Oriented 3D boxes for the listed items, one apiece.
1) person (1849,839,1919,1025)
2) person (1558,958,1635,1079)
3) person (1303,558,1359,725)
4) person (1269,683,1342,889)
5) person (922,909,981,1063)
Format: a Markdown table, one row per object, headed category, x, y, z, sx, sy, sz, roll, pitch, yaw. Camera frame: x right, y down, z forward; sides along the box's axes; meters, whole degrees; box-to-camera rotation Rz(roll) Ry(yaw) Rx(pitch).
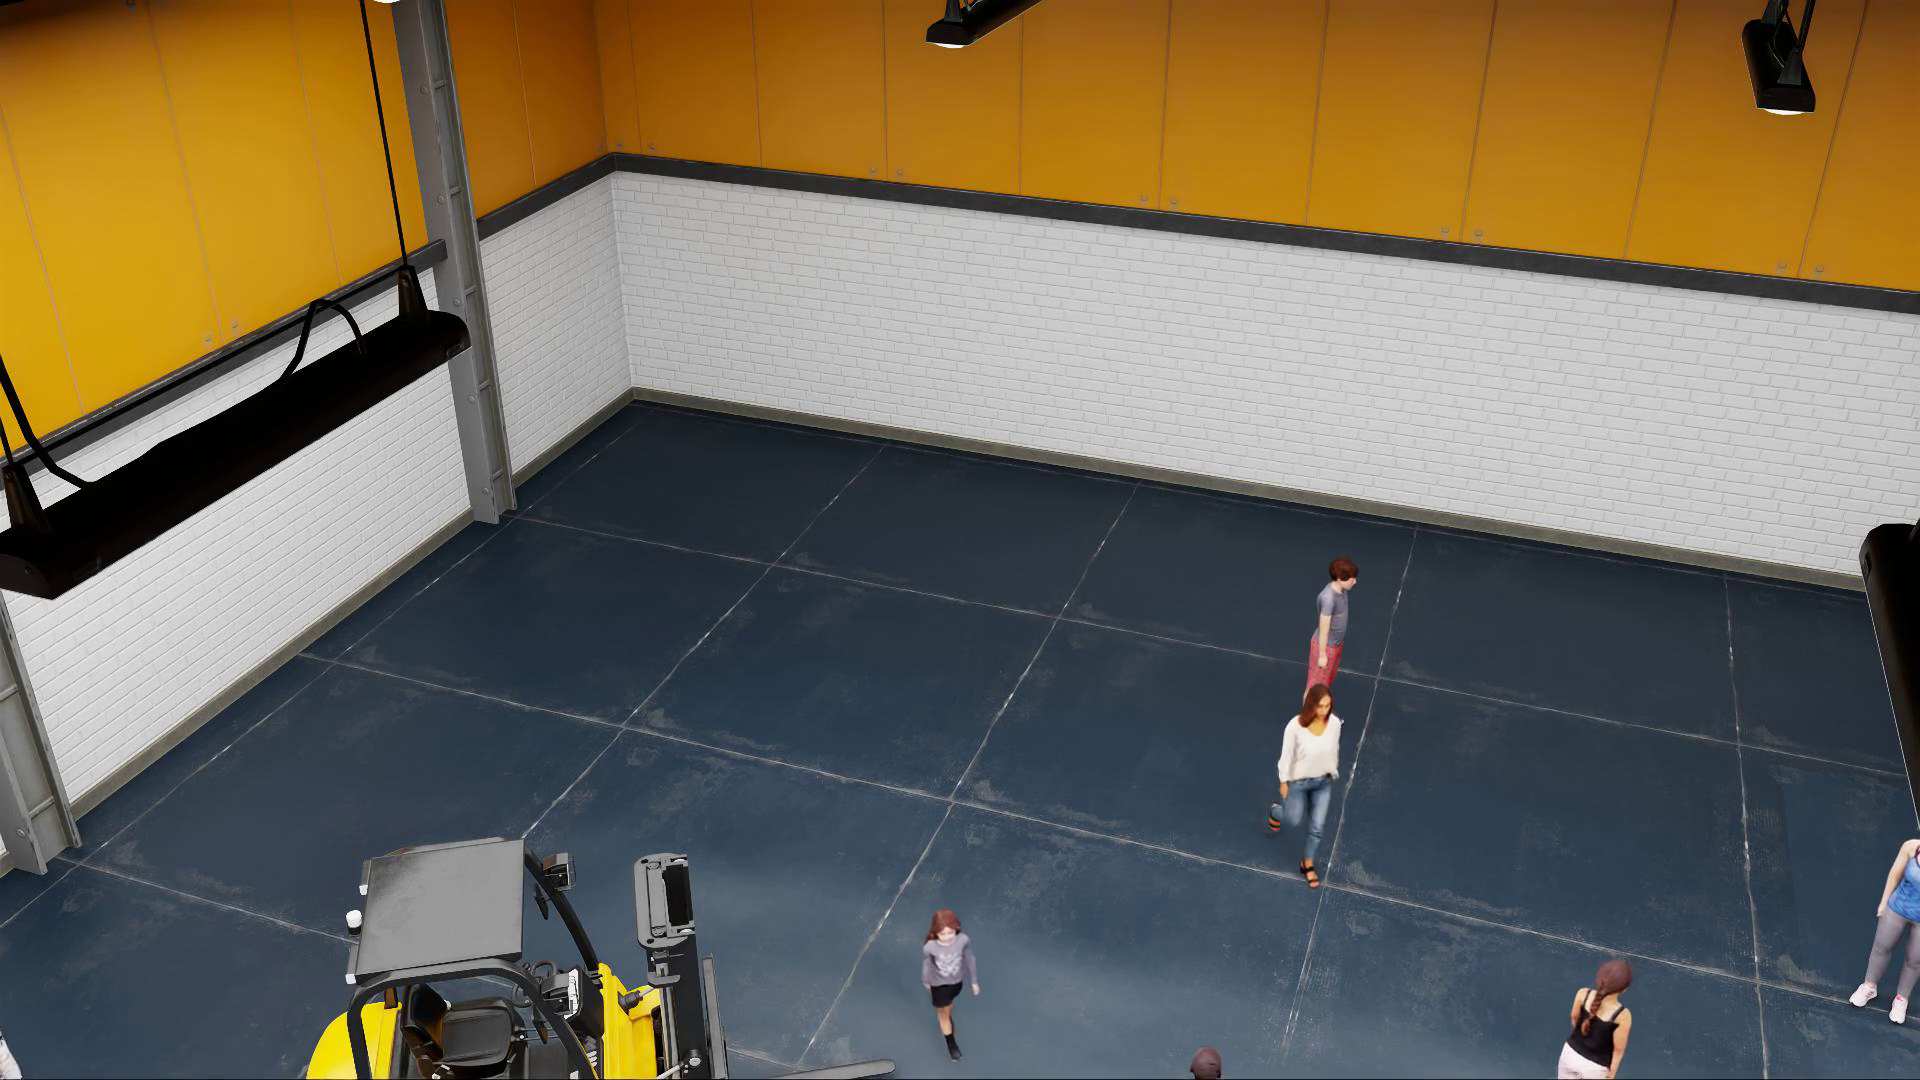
| category | x | y | z | sx | sy | sz | roll | pitch | yaw |
| --- | --- | --- | --- | --- | --- | --- | --- | --- | --- |
| person | 6.298 | 2.470 | 10.983 | 0.633 | 1.610 | 0.646 | 22 | 35 | 34 |
| person | 3.680 | 3.143 | 9.845 | 0.735 | 1.517 | 1.060 | 21 | 35 | 34 |
| person | 3.055 | 0.873 | 13.868 | 0.675 | 1.649 | 0.533 | 16 | 33 | 27 |
| person | 2.537 | 1.732 | 12.281 | 0.899 | 1.661 | 1.030 | -6 | 29 | -11 |
| person | -0.103 | 2.814 | 10.904 | 0.716 | 1.081 | 0.782 | -13 | 31 | -22 |
